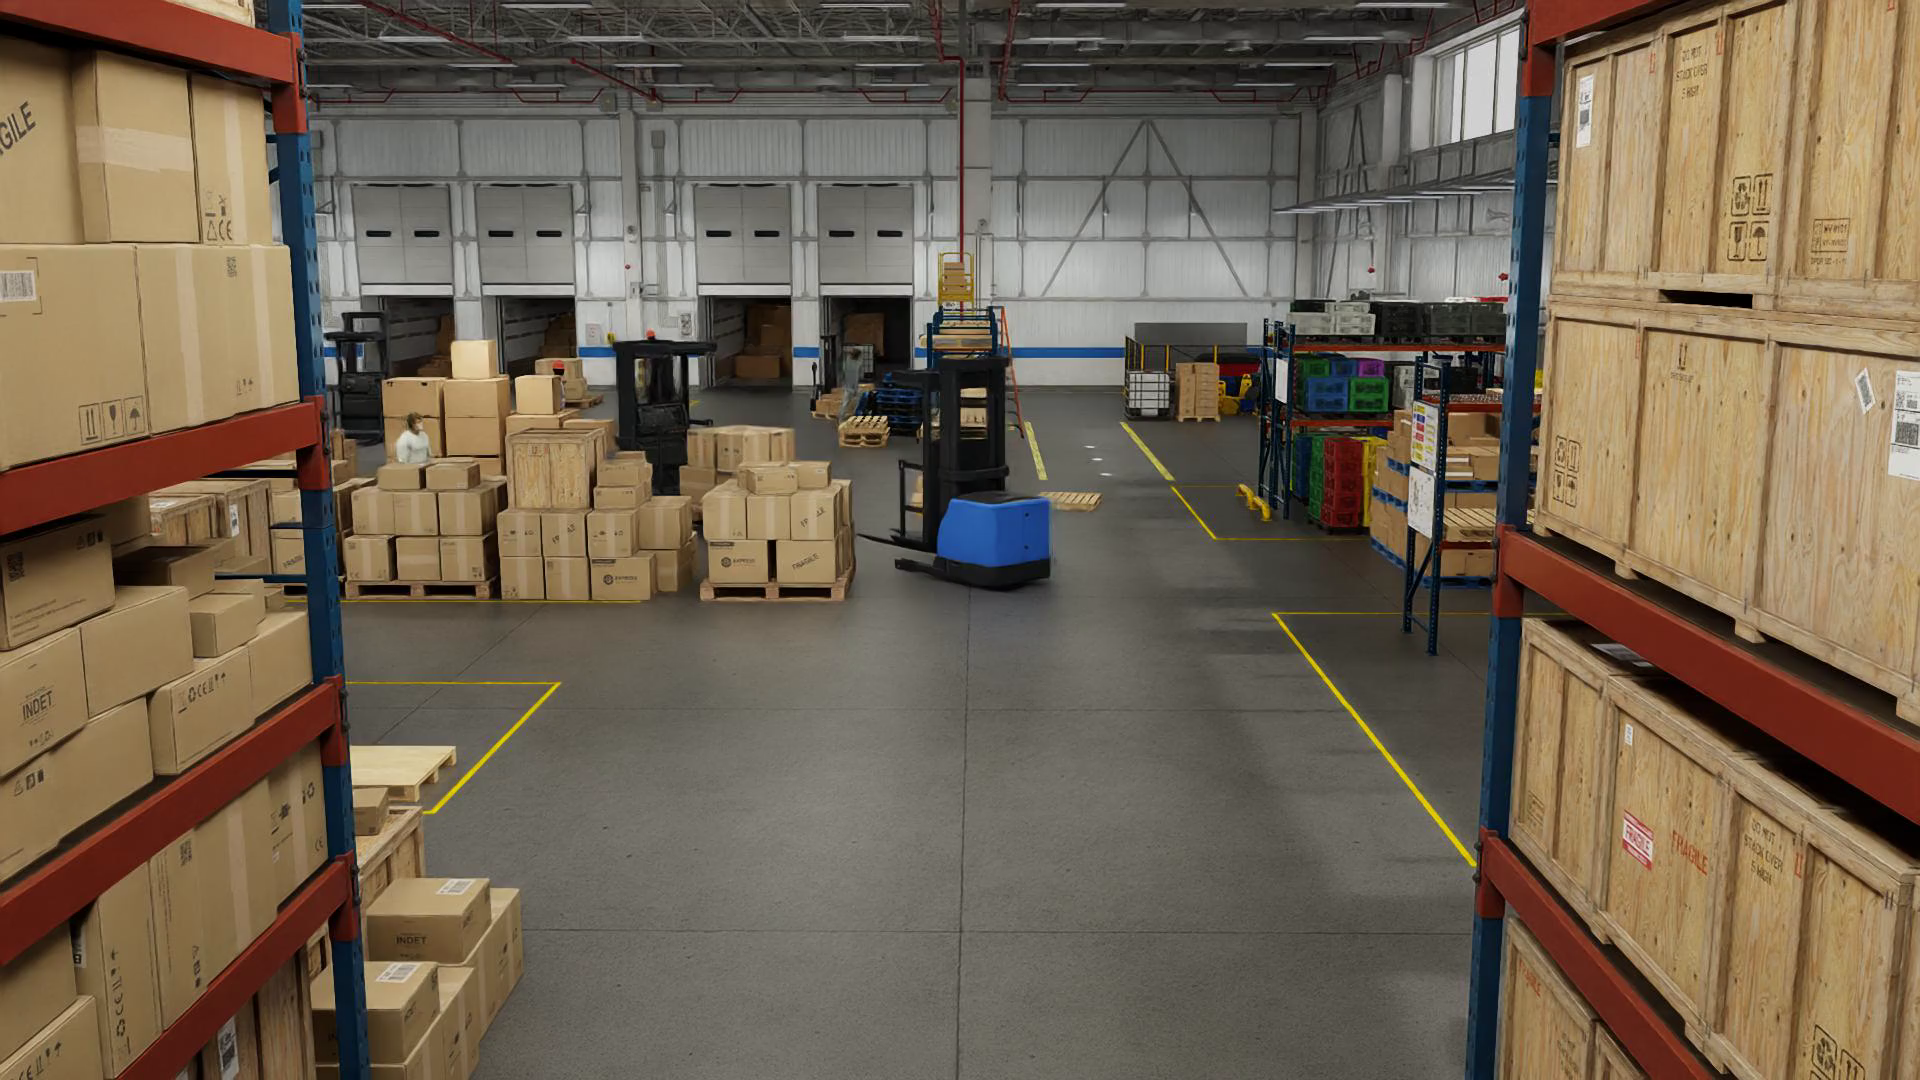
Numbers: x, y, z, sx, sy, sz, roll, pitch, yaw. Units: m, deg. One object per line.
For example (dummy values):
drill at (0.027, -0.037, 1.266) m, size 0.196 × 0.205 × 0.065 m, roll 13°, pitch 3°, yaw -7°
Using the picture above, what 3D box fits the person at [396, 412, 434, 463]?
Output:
person at (-7.757, -0.886, 23.688) m, size 1.016 × 1.896 × 0.645 m, roll 2°, pitch 10°, yaw 12°

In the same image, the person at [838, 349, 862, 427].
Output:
person at (-2.457, -3.554, 39.074) m, size 1.047 × 1.875 × 0.663 m, roll -8°, pitch 13°, yaw -40°

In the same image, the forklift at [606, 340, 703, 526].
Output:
forklift at (-4.685, -1.580, 24.820) m, size 1.873 × 2.768 × 1.129 m, roll 8°, pitch 12°, yaw 37°

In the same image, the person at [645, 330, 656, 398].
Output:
person at (-8.747, -4.998, 47.289) m, size 0.388 × 1.930 × 0.544 m, roll -9°, pitch 13°, yaw -42°

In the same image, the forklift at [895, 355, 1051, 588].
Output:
forklift at (0.180, -0.927, 21.049) m, size 1.129 × 2.768 × 1.873 m, roll -8°, pitch 13°, yaw -39°

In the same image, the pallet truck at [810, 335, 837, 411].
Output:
pallet truck at (-3.021, -4.312, 43.126) m, size 1.885 × 1.965 × 0.823 m, roll 3°, pitch 10°, yaw 17°

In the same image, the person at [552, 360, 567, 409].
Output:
person at (-8.235, -2.730, 34.171) m, size 0.376 × 1.936 × 0.549 m, roll -2°, pitch 10°, yaw -10°

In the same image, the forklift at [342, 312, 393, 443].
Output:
forklift at (-12.964, -3.605, 36.499) m, size 1.129 × 2.768 × 1.873 m, roll 0°, pitch 10°, yaw 1°
